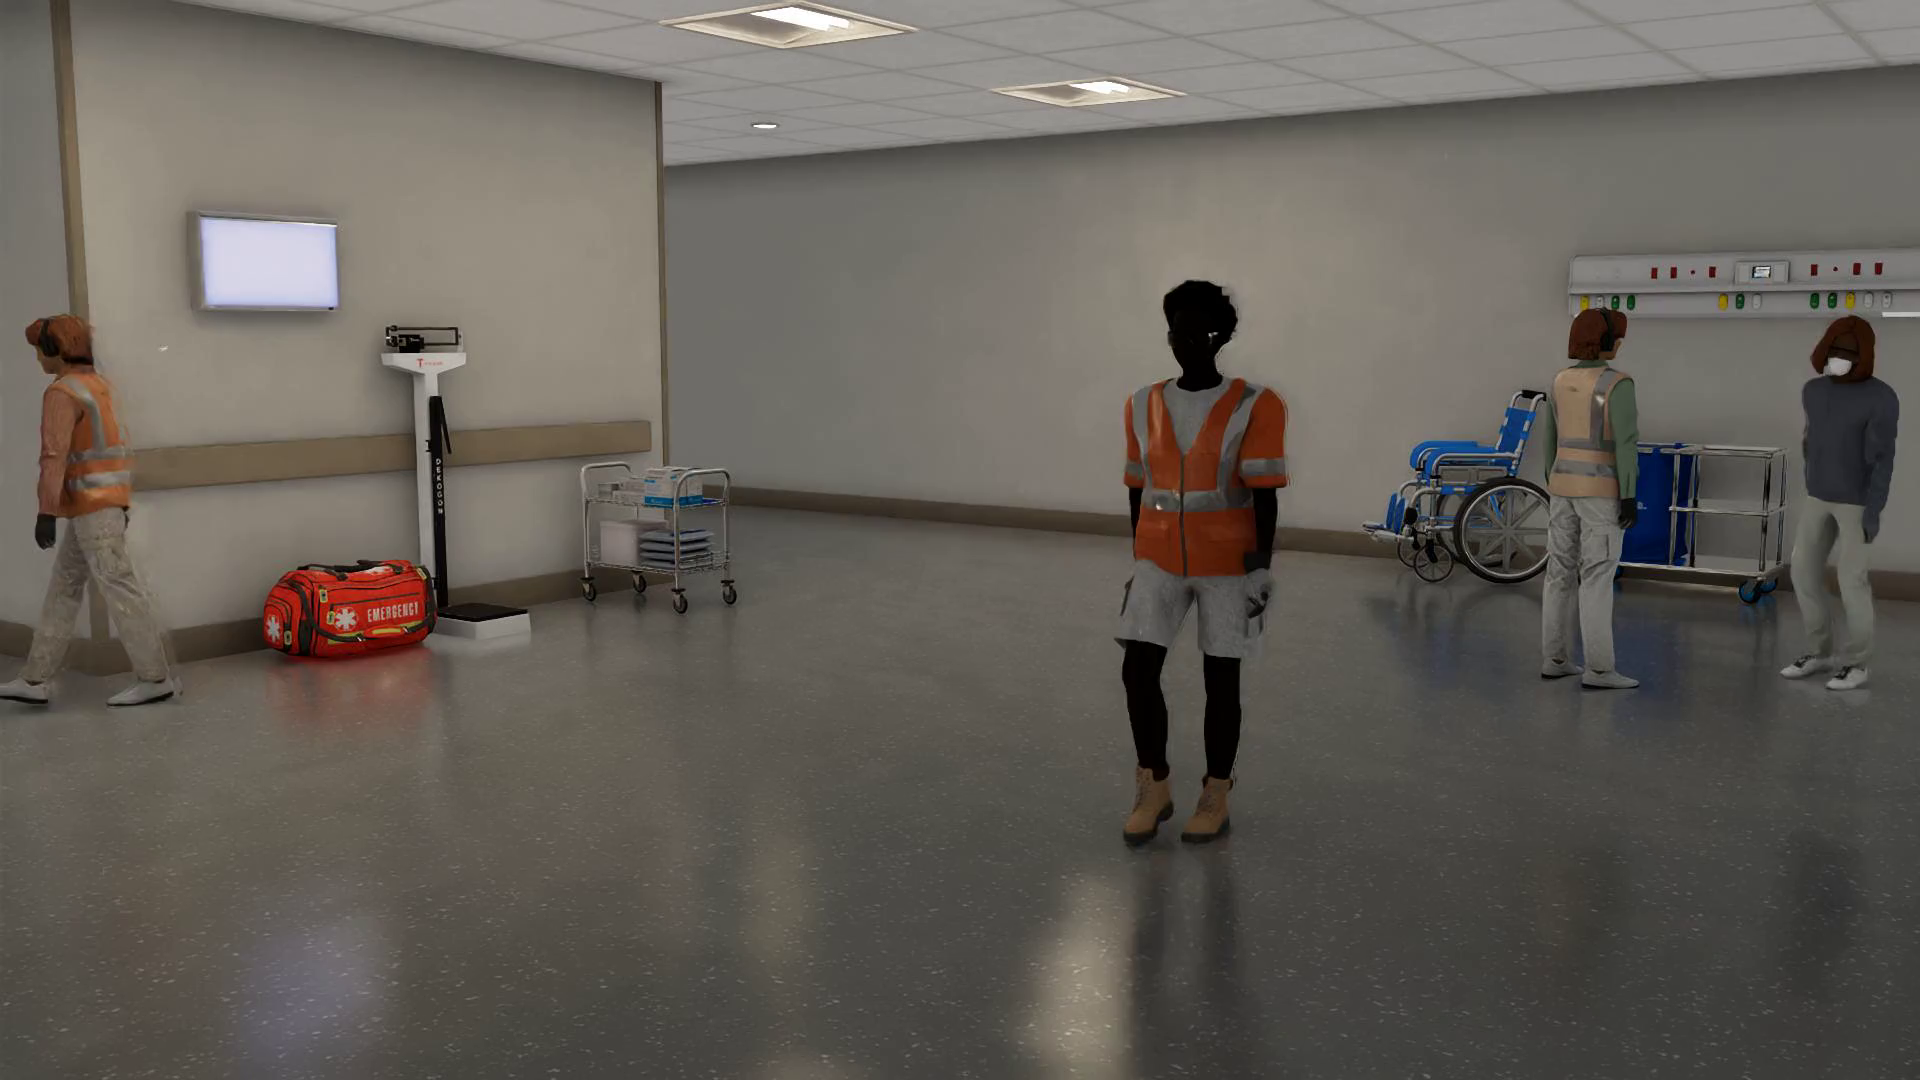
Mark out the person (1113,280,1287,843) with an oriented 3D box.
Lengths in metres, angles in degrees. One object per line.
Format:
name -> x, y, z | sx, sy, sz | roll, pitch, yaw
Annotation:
person -> 0.691, 0.083, 4.898 | 0.539, 1.681, 0.498 | 3, 8, 26

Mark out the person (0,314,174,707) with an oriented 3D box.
person -> -3.624, -0.111, 6.757 | 0.777, 1.592, 0.589 | -2, 7, -15

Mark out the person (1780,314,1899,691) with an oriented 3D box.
person -> 3.747, -0.147, 7.043 | 0.436, 1.600, 0.528 | -2, 8, -19

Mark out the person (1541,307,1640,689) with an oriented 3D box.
person -> 2.725, -0.181, 7.200 | 0.311, 1.642, 0.513 | -3, 8, -22
